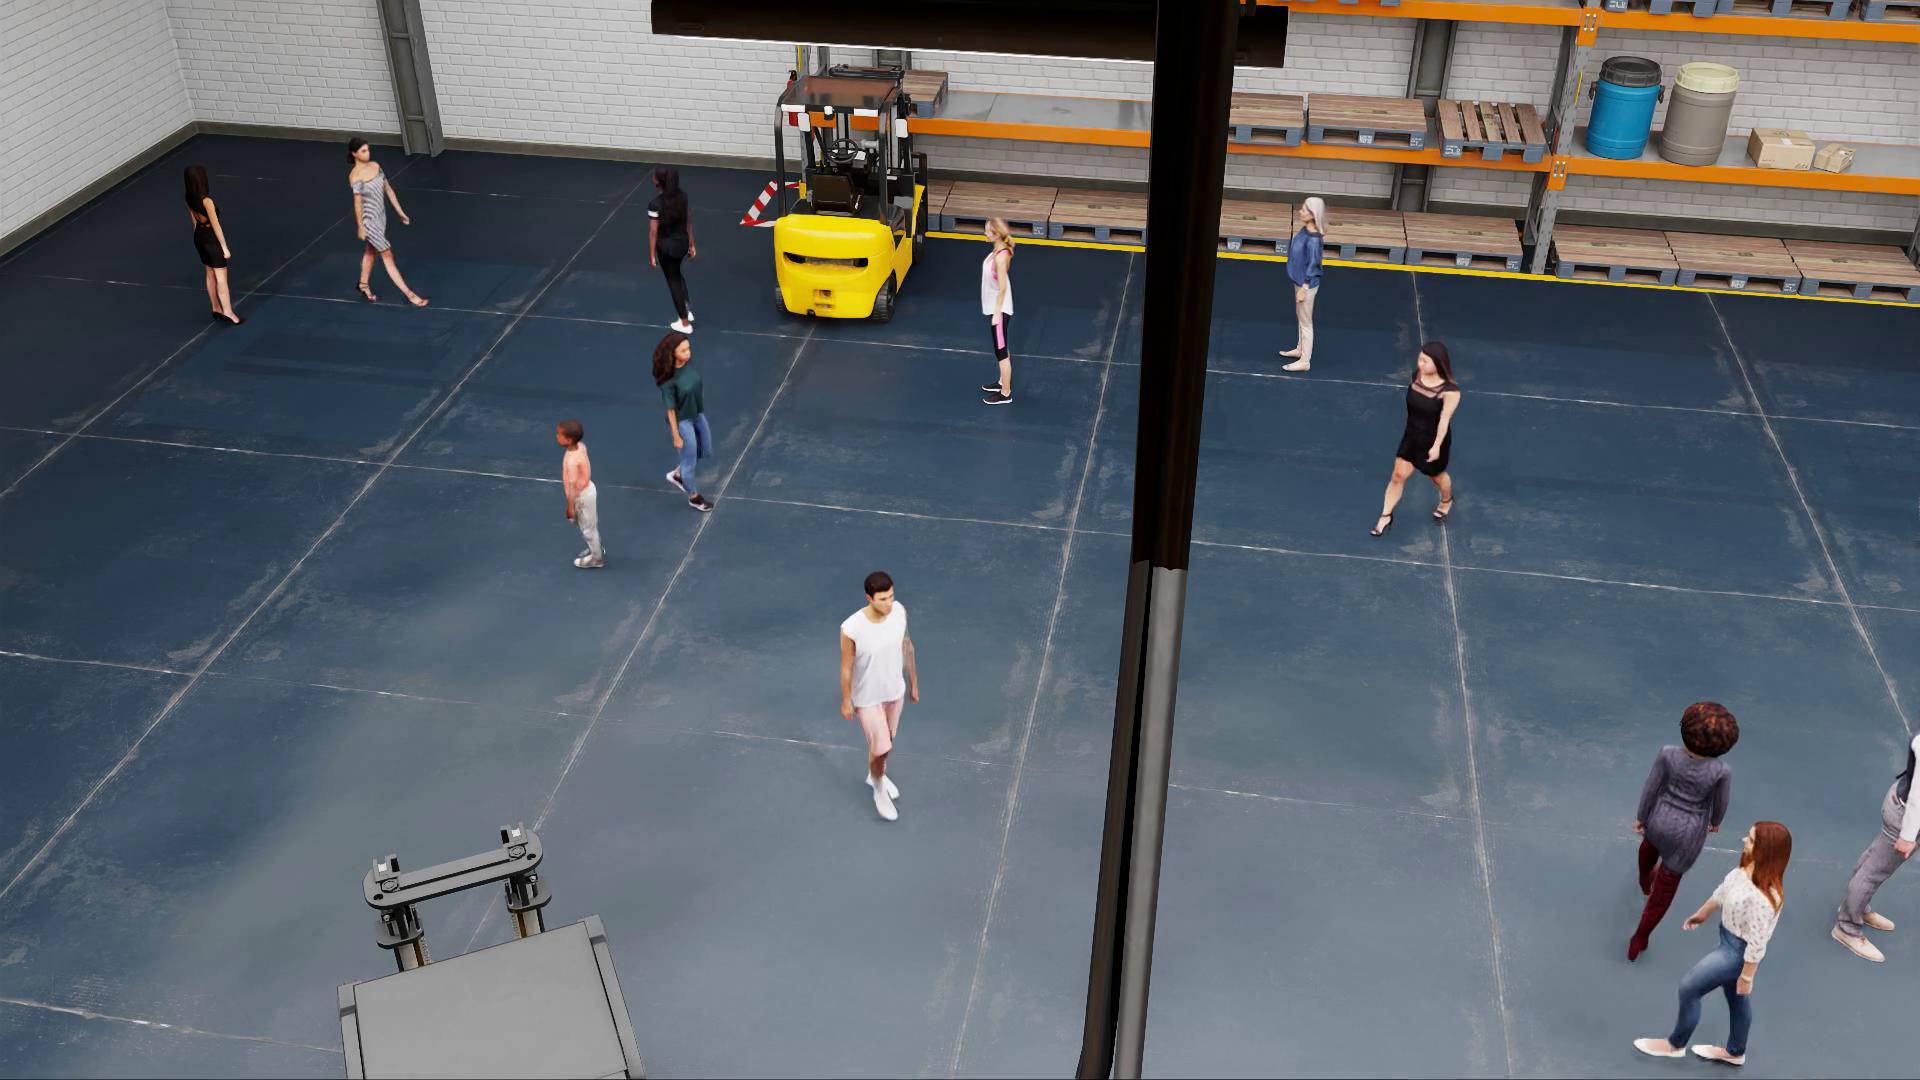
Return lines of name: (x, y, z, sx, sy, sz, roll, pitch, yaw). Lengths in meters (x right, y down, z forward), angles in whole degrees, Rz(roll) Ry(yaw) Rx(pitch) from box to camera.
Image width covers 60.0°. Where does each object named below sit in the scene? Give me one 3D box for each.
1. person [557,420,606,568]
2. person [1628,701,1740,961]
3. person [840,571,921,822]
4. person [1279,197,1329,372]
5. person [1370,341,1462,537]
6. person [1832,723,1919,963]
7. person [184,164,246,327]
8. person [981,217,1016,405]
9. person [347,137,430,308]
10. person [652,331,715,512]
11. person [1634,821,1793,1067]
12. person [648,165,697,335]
person: (-2.861, -0.350, 12.842, 0.533, 1.303, 0.540, 0, 34, 1)
person: (4.027, 1.699, 9.417, 1.018, 1.681, 0.934, 22, 40, 30)
person: (-0.563, 0.899, 10.535, 0.828, 1.776, 0.885, -23, 40, -31)
person: (3.241, -2.403, 15.576, 0.591, 1.697, 0.637, 2, 34, 3)
person: (3.757, -0.789, 13.163, 1.136, 1.678, 1.062, -20, 38, -27)
person: (5.399, 1.524, 9.449, 0.731, 1.938, 0.743, 23, 40, 31)
person: (-7.376, -2.888, 16.350, 0.546, 1.647, 0.675, 19, 38, 26)
person: (0.362, -2.073, 14.997, 0.563, 1.787, 0.644, 1, 34, 1)
person: (-5.938, -3.158, 16.639, 1.104, 1.776, 0.677, 8, 35, 12)
person: (-2.291, -0.912, 13.555, 0.759, 1.449, 0.677, 13, 36, 19)
person: (4.166, 2.159, 8.703, 0.857, 1.707, 0.699, 15, 36, 21)
person: (-2.726, -2.794, 16.139, 0.786, 1.723, 0.745, 26, 41, 33)
